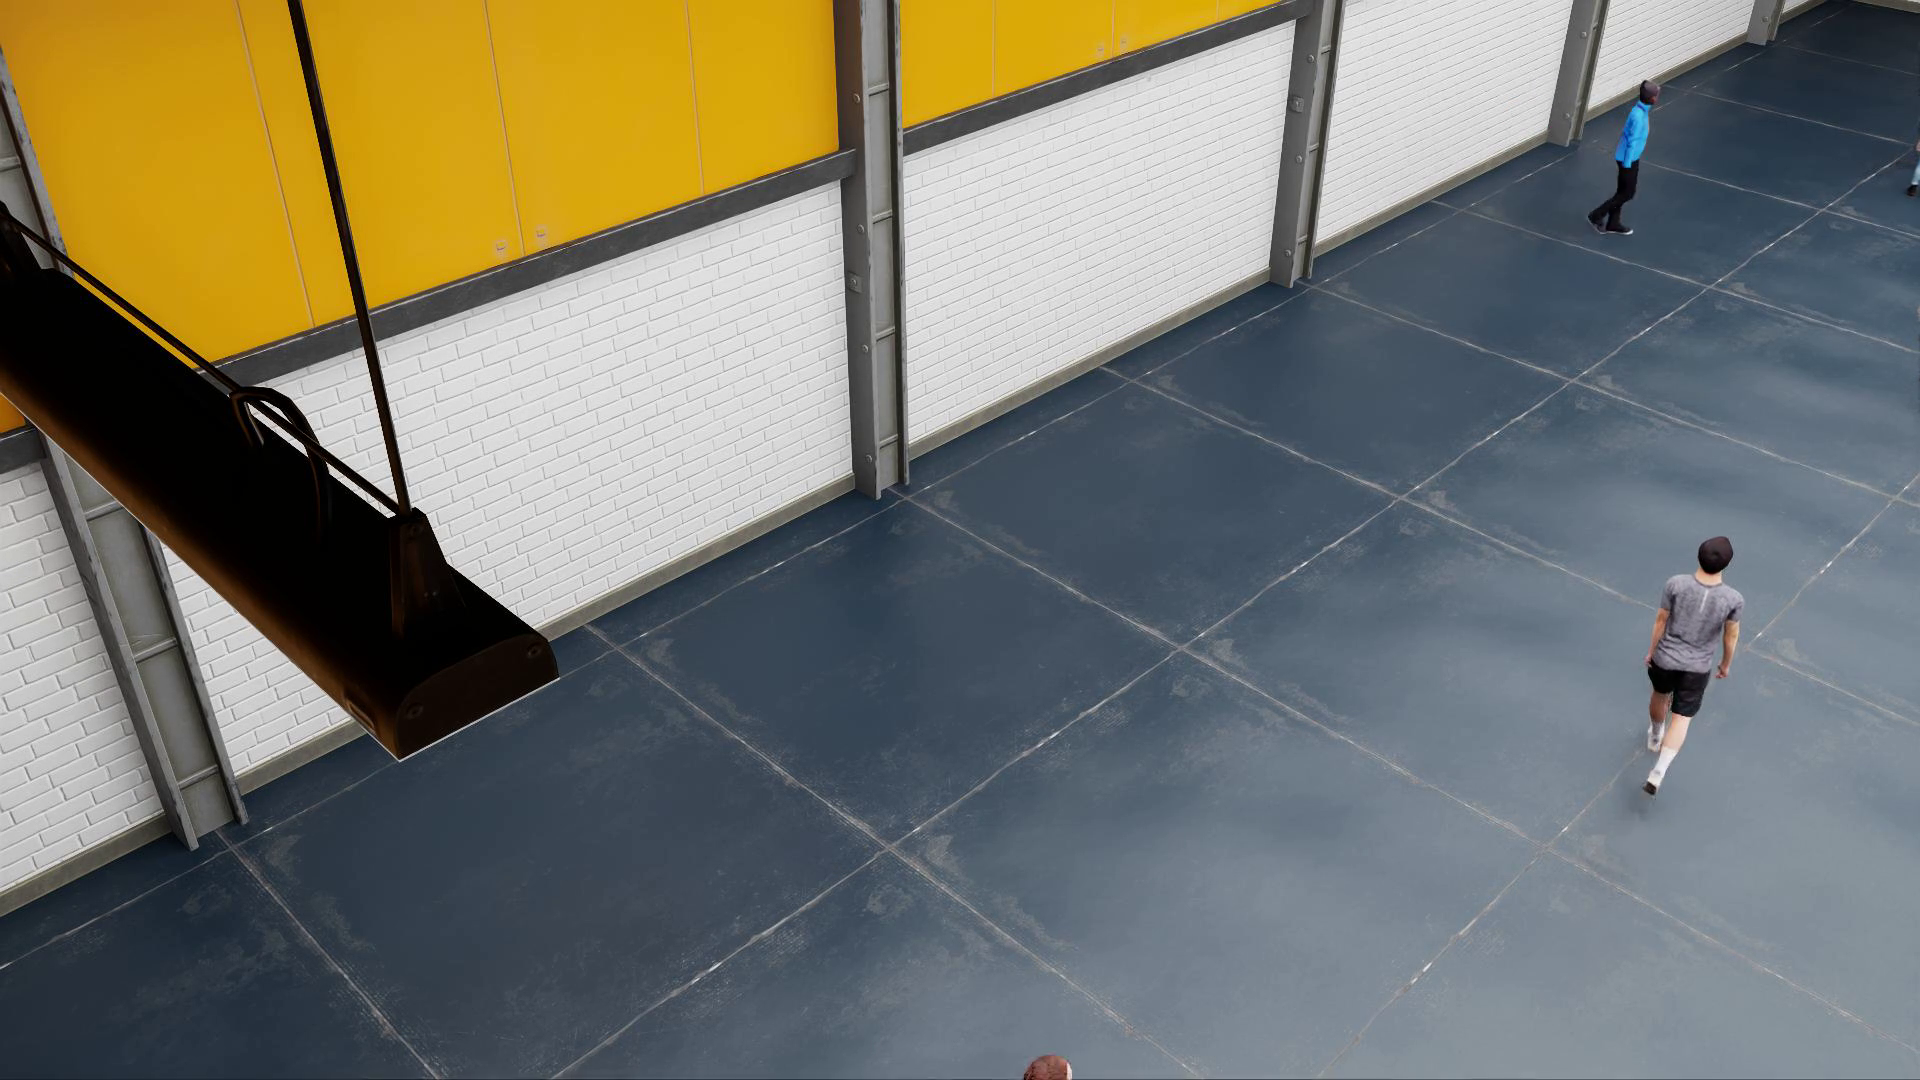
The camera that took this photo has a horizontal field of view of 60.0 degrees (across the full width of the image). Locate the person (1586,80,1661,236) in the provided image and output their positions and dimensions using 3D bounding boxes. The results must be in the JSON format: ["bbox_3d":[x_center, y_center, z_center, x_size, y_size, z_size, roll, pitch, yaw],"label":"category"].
[{"bbox_3d":[7.330,-4.238,18.486,0.837,1.782,0.811,11,35,16],"label":"person"}]

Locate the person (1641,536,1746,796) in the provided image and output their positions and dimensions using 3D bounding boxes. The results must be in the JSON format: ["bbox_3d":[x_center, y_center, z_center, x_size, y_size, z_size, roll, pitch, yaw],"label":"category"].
[{"bbox_3d":[4.692,0.828,10.816,0.900,1.836,1.233,17,37,23],"label":"person"}]
